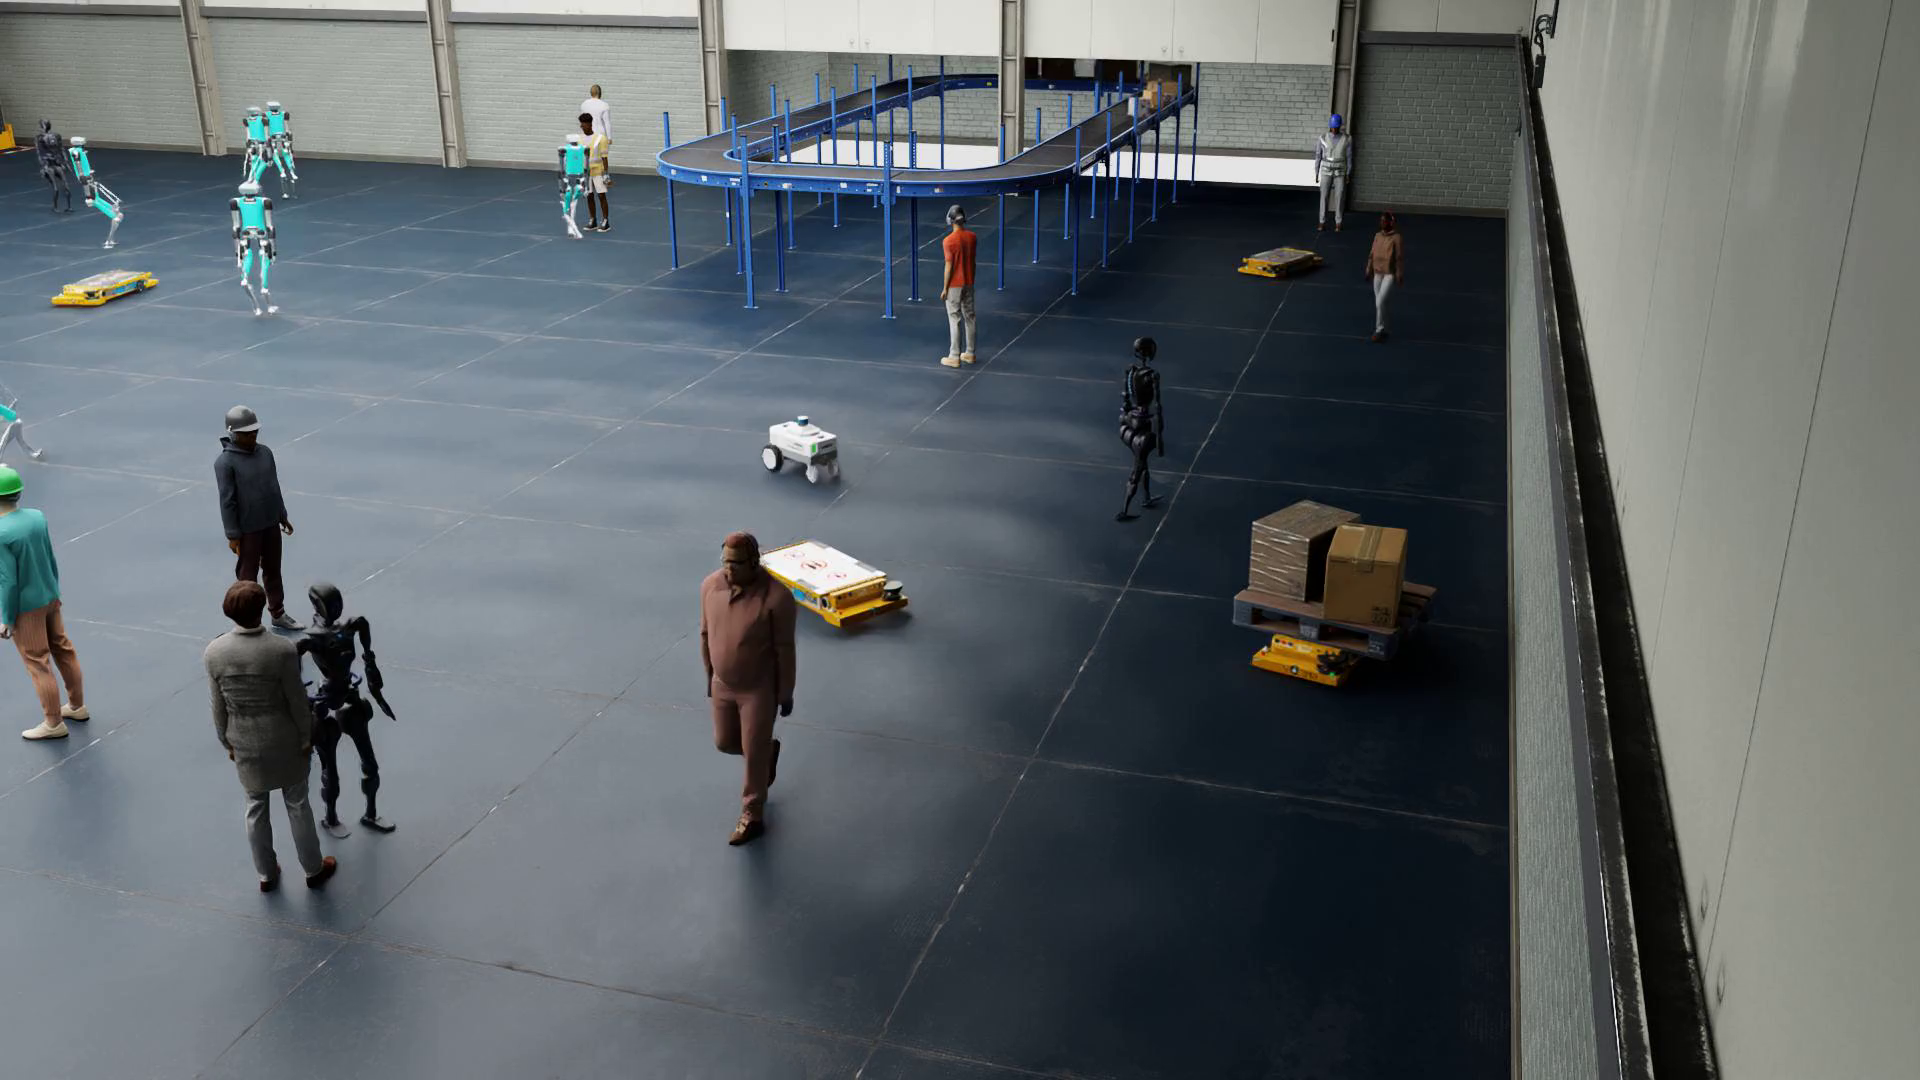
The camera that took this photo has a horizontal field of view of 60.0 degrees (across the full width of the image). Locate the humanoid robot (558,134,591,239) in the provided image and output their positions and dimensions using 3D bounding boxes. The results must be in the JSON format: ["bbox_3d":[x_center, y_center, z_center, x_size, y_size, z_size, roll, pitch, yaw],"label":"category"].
[{"bbox_3d":[-6.380,-5.770,27.143,0.543,1.741,0.982,-13,25,-30],"label":"humanoid robot"}]

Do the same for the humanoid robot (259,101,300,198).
[{"bbox_3d":[-12.483,-7.119,30.659,0.539,1.851,0.669,-16,26,-36],"label":"humanoid robot"}]

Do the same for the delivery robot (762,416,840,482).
[{"bbox_3d":[-1.522,-0.908,16.125,0.791,0.587,0.499,20,28,41],"label":"delivery robot"}]

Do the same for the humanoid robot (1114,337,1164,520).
[{"bbox_3d":[1.656,-1.013,14.871,0.648,1.634,0.595,-12,24,-28],"label":"humanoid robot"}]

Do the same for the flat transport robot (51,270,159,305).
[{"bbox_3d":[-12.008,-3.548,23.379,0.659,0.231,1.431,3,21,9],"label":"flat transport robot"}]

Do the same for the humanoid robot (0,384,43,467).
[{"bbox_3d":[-9.348,-1.498,16.120,0.557,1.855,0.852,16,26,36],"label":"humanoid robot"}]

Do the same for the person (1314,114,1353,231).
[{"bbox_3d":[6.229,-6.134,27.781,0.613,1.936,0.423,4,21,11],"label":"person"}]

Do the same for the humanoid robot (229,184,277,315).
[{"bbox_3d":[-9.277,-3.748,21.878,0.545,1.778,0.882,-5,22,-12],"label":"humanoid robot"}]

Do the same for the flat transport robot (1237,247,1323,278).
[{"bbox_3d":[4.824,-4.169,24.991,0.659,0.231,1.431,17,27,37],"label":"flat transport robot"}]

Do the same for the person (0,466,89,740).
[{"bbox_3d":[-6.093,0.410,10.884,0.366,1.873,0.513,4,21,9],"label":"person"}]

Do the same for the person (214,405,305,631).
[{"bbox_3d":[-5.234,-0.126,12.356,0.366,1.813,0.538,10,23,25],"label":"person"}]

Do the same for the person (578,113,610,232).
[{"bbox_3d":[-6.139,-6.138,27.767,0.610,1.952,0.381,8,22,20],"label":"person"}]

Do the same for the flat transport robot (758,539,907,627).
[{"bbox_3d":[-1.114,0.324,13.336,0.659,0.231,1.431,-17,27,-36],"label":"flat transport robot"}]

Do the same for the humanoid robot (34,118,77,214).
[{"bbox_3d":[-15.992,-6.608,29.353,0.383,1.649,0.584,10,23,24],"label":"humanoid robot"}]

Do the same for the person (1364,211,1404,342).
[{"bbox_3d":[5.269,-3.293,20.818,0.594,1.631,0.487,-14,25,-32],"label":"person"}]

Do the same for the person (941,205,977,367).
[{"bbox_3d":[-0.034,-3.011,19.716,0.474,1.907,0.413,-16,26,-36],"label":"person"}]

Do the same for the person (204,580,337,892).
[{"bbox_3d":[-3.824,1.090,9.182,0.504,1.833,0.369,-2,21,-4],"label":"person"}]

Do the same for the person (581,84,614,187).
[{"bbox_3d":[-6.994,-7.800,32.111,0.622,1.931,0.366,8,22,19],"label":"person"}]

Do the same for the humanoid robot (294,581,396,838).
[{"bbox_3d":[-3.625,0.976,9.702,0.391,1.641,0.601,14,25,32],"label":"humanoid robot"}]

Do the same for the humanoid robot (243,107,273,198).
[{"bbox_3d":[-12.723,-6.788,29.899,0.560,1.889,0.794,7,22,18],"label":"humanoid robot"}]

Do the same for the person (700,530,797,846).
[{"bbox_3d":[-1.235,0.813,9.824,0.648,1.885,0.691,10,23,24],"label":"person"}]

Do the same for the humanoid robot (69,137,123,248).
[{"bbox_3d":[-13.643,-5.522,26.436,0.697,1.759,0.545,-7,22,-18],"label":"humanoid robot"}]

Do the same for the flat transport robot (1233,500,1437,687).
[{"bbox_3d":[2.765,0.686,12.398,0.659,0.231,1.431,13,25,31],"label":"flat transport robot"}]
